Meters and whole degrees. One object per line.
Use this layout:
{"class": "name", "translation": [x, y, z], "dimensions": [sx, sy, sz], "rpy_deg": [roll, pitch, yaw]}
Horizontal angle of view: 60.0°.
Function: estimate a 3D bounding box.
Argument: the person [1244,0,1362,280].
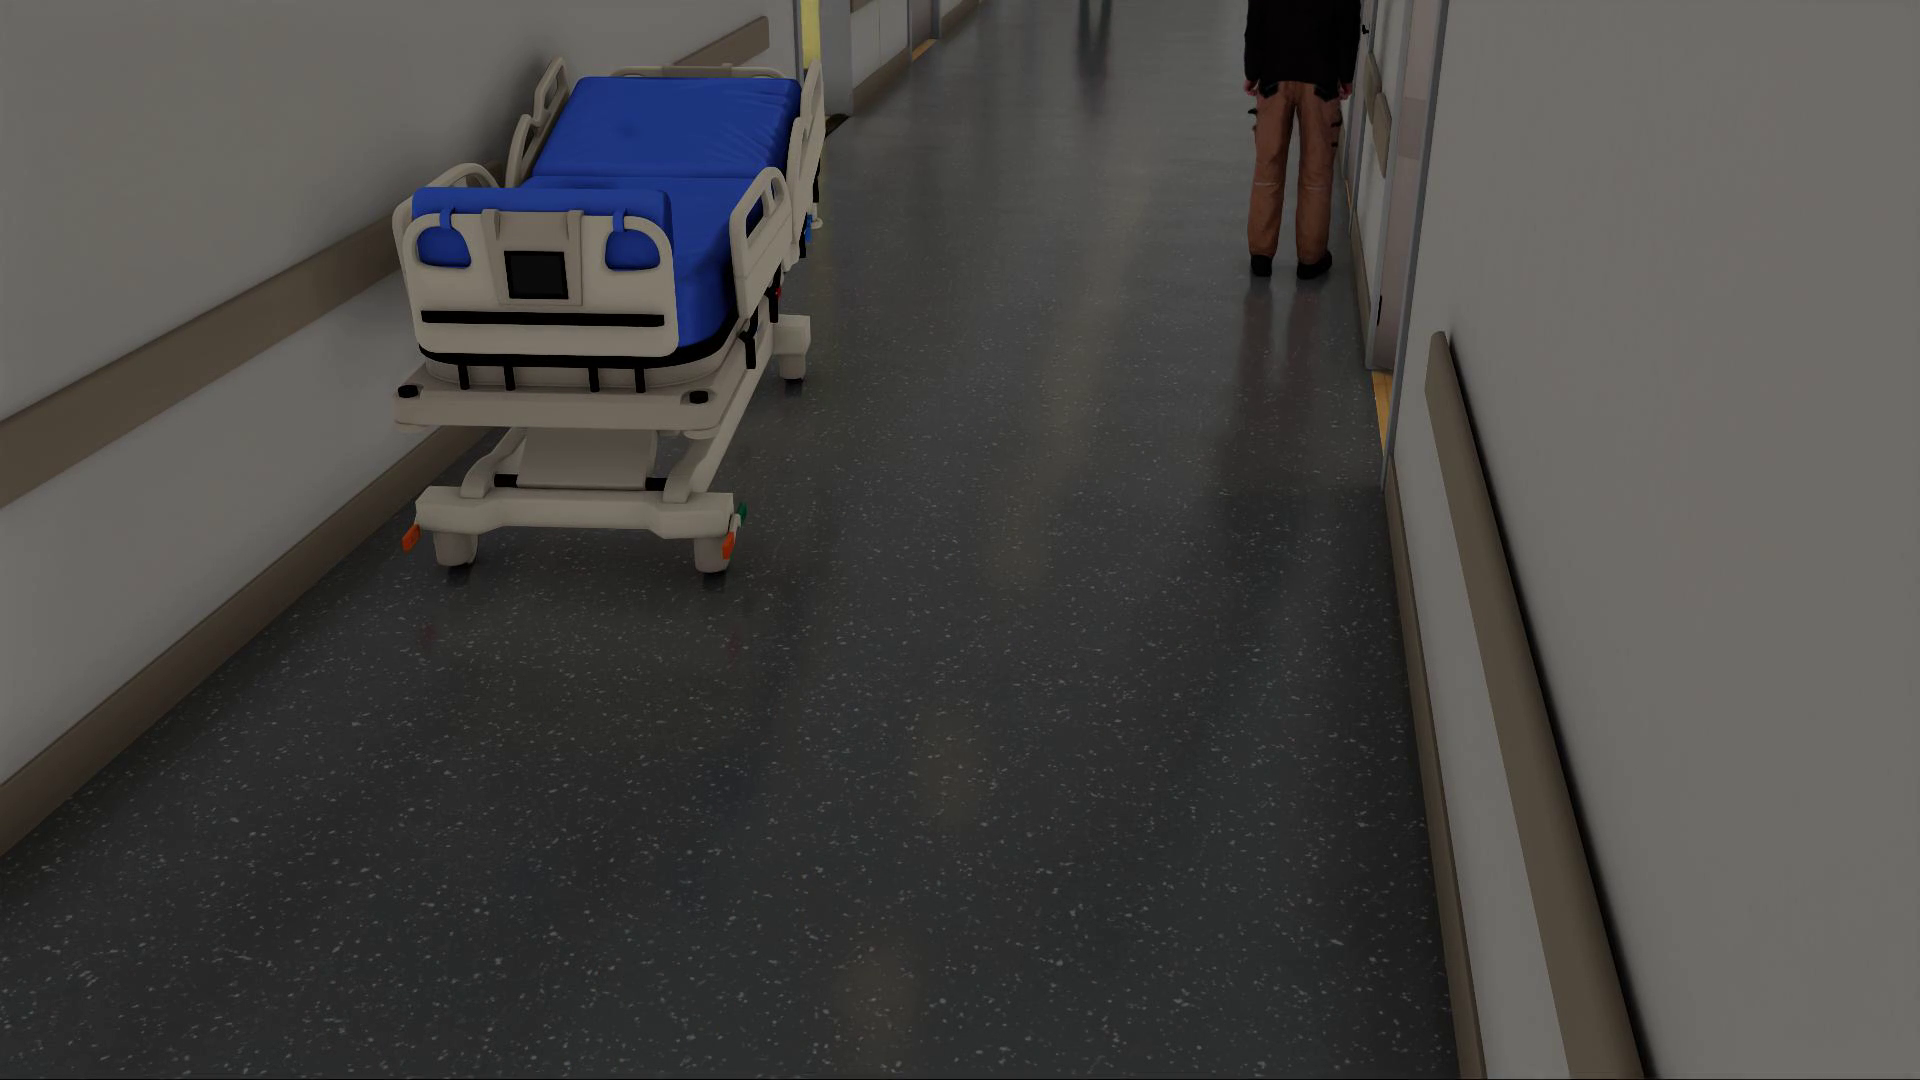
{"class": "person", "translation": [1.658, -2.255, 8.163], "dimensions": [0.556, 1.923, 0.785], "rpy_deg": [7, 27, 15]}
